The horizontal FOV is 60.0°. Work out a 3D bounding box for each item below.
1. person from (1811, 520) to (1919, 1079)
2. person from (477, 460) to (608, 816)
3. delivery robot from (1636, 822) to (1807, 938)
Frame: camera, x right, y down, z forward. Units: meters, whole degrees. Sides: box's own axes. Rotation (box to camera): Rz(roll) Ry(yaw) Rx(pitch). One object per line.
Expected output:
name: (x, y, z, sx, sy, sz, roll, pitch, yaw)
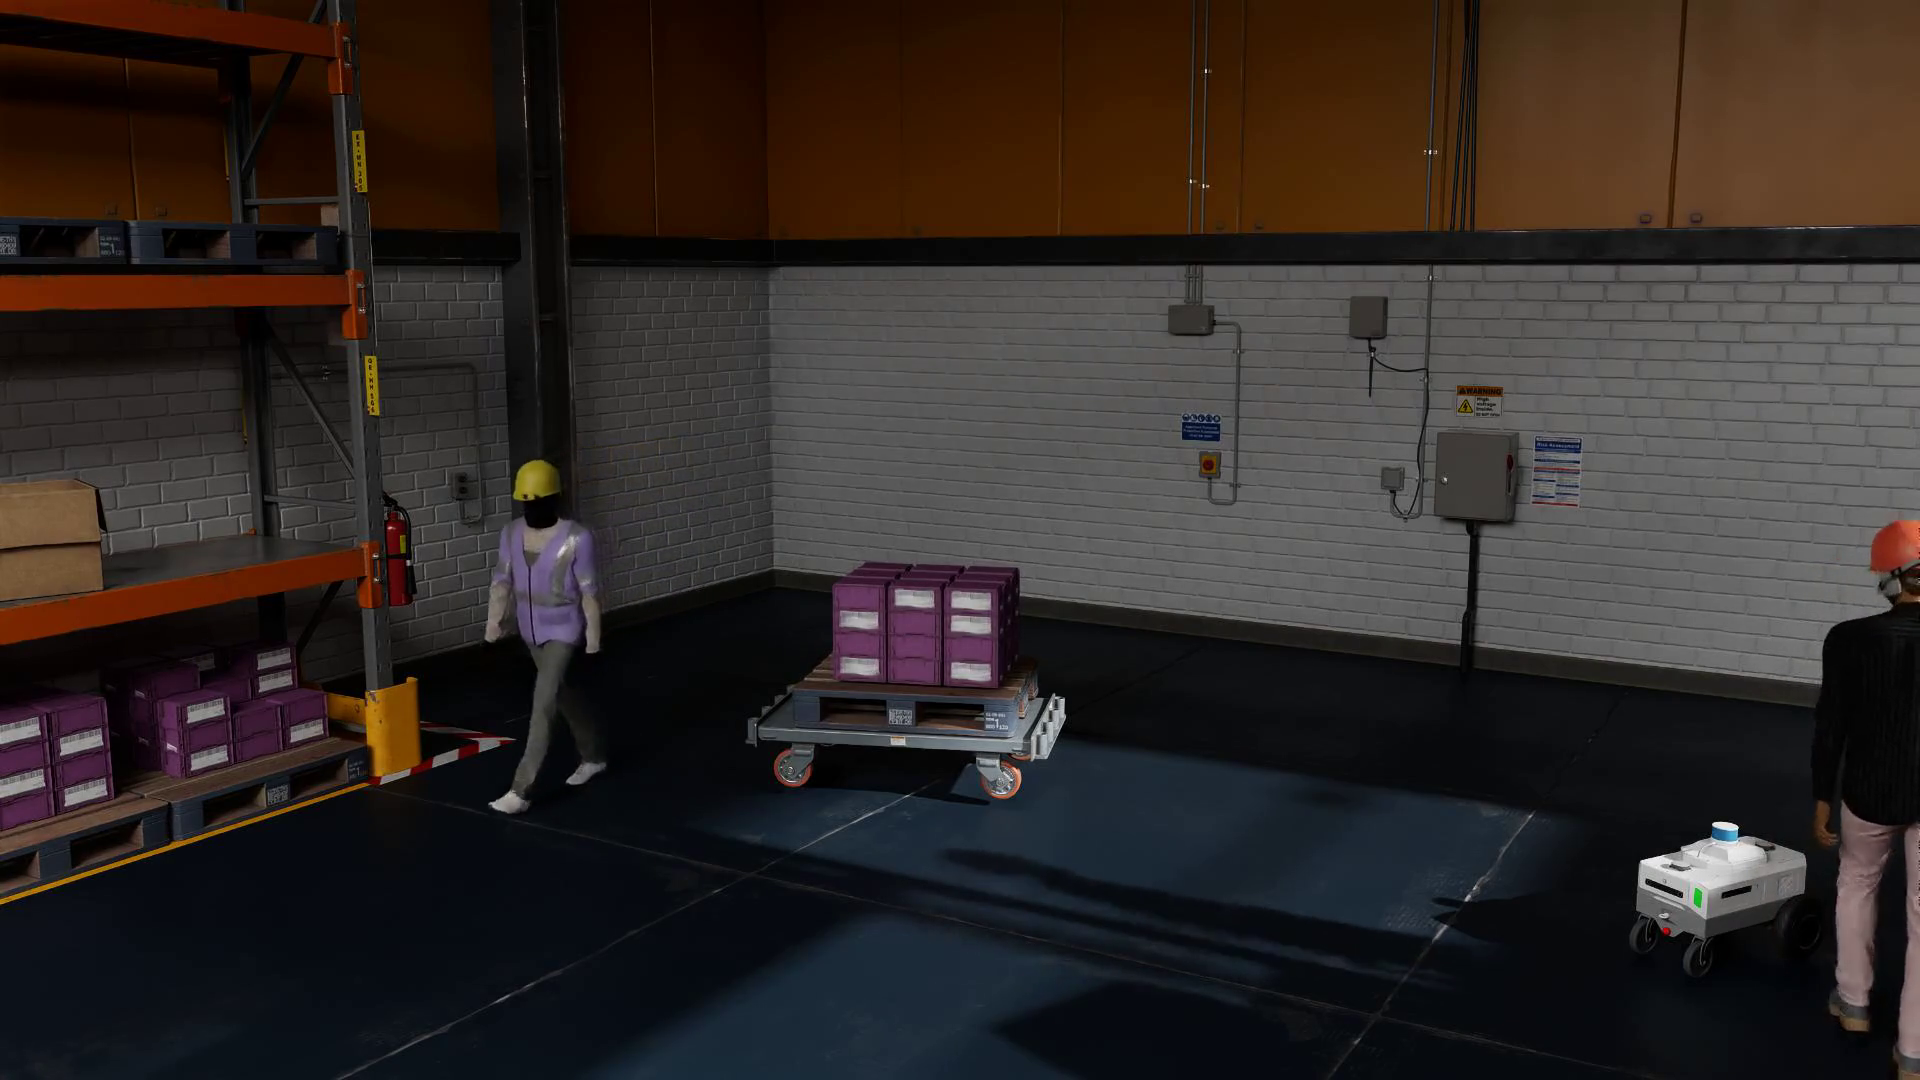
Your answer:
person: (3.431, 0.904, 6.016, 0.652, 1.953, 0.800, 4, 10, 25)
person: (-2.219, 0.491, 8.916, 0.585, 1.860, 1.028, 5, 10, 29)
delivery robot: (3.163, 1.417, 6.911, 0.707, 0.478, 0.477, -5, 10, -27)
